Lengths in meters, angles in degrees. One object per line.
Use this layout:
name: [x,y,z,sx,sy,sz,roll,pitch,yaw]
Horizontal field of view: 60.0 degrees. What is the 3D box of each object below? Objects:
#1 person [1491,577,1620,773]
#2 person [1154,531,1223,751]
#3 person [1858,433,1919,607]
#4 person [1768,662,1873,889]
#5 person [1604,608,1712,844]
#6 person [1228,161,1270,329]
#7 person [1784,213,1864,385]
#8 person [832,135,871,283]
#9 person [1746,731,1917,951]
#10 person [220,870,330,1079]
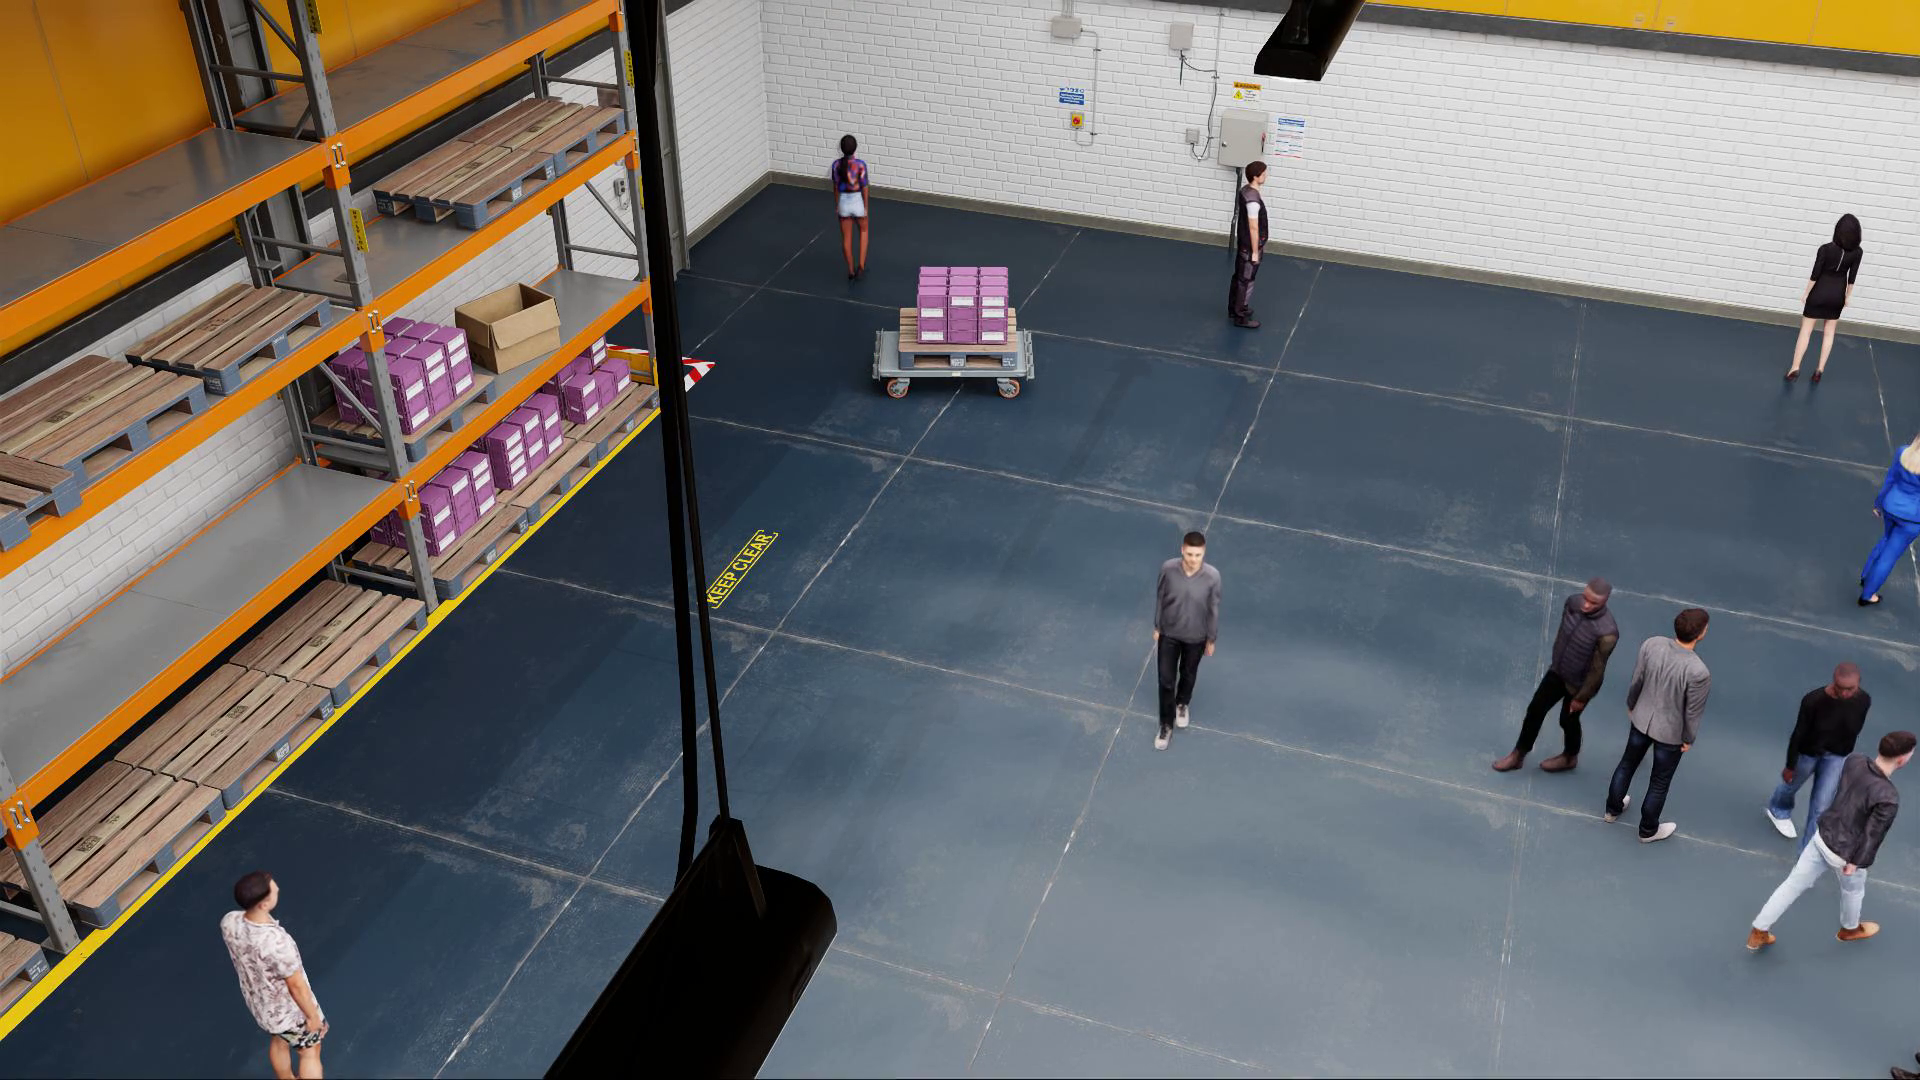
person: [4.420,0.975,11.771,1.093,1.800,1.046,-7,34,-11]
person: [1.663,0.644,12.320,0.726,1.743,0.898,5,34,7]
person: [7.646,-0.173,13.598,0.833,1.688,0.768,-12,35,-17]
person: [5.773,1.411,11.216,0.752,1.687,1.144,2,34,2]
person: [4.763,1.245,11.298,0.802,1.874,0.782,-21,39,-29]
person: [3.128,-3.220,18.039,0.792,1.849,0.653,-2,34,-3]
person: [8.793,-2.437,16.900,0.633,1.803,0.559,5,34,8]
person: [-1.259,-3.740,18.924,0.648,1.735,0.649,4,34,6]
person: [5.396,1.930,10.346,1.128,1.788,1.201,-7,34,-11]
person: [-3.840,2.573,9.357,0.708,1.811,0.627,18,37,24]
